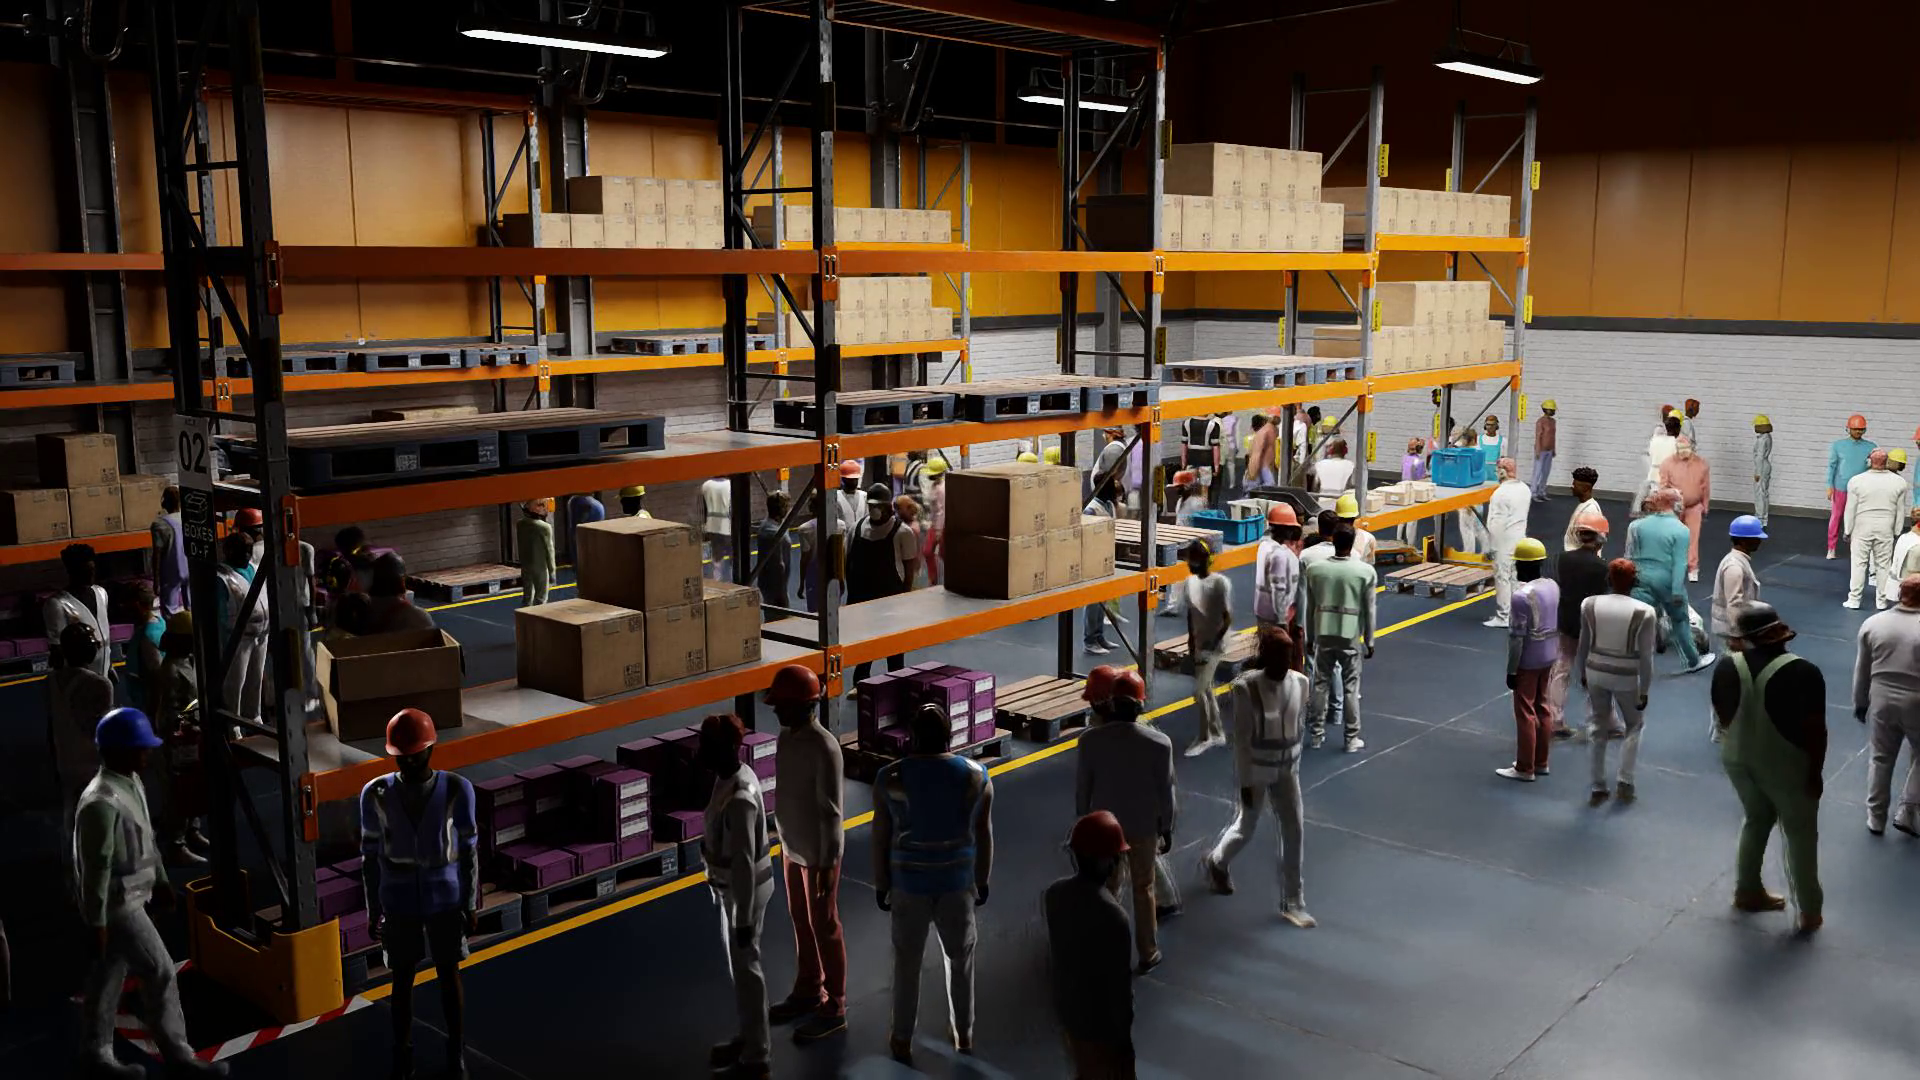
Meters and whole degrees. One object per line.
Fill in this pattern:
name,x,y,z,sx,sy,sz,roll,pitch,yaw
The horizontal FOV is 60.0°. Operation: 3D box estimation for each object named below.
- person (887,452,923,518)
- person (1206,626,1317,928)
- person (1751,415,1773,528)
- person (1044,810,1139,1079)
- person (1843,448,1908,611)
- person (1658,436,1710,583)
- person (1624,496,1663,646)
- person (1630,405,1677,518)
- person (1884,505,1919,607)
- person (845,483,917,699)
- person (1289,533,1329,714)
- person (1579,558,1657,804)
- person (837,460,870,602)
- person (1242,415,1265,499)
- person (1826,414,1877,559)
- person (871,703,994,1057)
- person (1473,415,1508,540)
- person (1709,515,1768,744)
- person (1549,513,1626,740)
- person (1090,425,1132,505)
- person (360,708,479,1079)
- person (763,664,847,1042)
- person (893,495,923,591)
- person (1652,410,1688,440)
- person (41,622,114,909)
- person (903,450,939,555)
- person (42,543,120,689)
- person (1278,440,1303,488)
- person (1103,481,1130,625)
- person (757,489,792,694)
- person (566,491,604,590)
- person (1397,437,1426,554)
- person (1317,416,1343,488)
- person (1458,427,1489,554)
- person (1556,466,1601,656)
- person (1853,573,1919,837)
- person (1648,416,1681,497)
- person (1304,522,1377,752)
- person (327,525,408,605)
person,-0.816,-0.998,24.788,0.644,1.879,0.486,5,11,27
person,1.884,1.418,10.372,0.574,1.859,0.839,-4,10,-20
person,12.256,-1.054,25.492,0.324,1.737,0.484,7,12,36
person,0.550,2.012,7.142,0.494,1.737,0.585,-5,11,-27
person,10.649,-0.124,19.410,0.643,1.913,0.411,2,10,14
person,9.316,-0.433,21.428,0.666,1.864,0.940,2,10,11
person,7.260,0.340,17.494,0.548,1.621,0.365,7,12,36
person,11.026,-1.207,26.110,0.959,1.829,0.579,9,13,43
person,8.803,0.579,15.444,0.394,1.836,0.561,4,10,23
person,-0.767,0.487,15.378,0.684,2.000,0.538,3,10,17
person,3.172,0.729,15.134,0.542,1.642,0.737,0,10,2
person,4.939,1.051,12.529,0.579,1.863,0.556,7,12,37
person,-1.188,0.094,18.028,0.543,1.940,0.361,-6,11,-32
person,4.651,-1.127,26.100,0.545,1.667,0.751,-2,10,-12
person,12.168,-0.721,22.724,0.611,1.995,0.375,2,10,13
person,-0.142,1.738,8.531,0.629,1.835,0.429,-1,10,-8
person,7.718,-0.909,24.293,0.504,1.847,0.345,4,10,22
person,6.555,0.753,14.062,0.389,1.949,0.604,4,10,24
person,5.386,0.740,14.151,0.869,1.949,0.606,-5,11,-27
person,2.003,-0.648,22.155,0.535,2.000,0.687,4,10,23
person,-2.622,1.758,8.099,0.549,1.937,0.358,-2,10,-12
person,-0.822,1.624,8.770,0.408,1.985,0.617,-6,11,-31
person,-0.596,0.321,17.613,0.544,1.607,0.520,-4,10,-21
person,10.398,-0.956,24.369,0.589,1.915,0.396,-2,10,-11
person,-5.460,1.424,10.398,0.510,1.838,0.336,3,10,18
person,-0.545,-0.542,22.790,0.732,1.608,0.515,-4,10,-23
person,-6.634,0.987,12.613,0.363,1.963,0.612,2,10,10
person,4.323,-0.470,21.934,0.341,1.760,0.526,8,13,41
person,1.722,0.136,18.697,0.507,1.634,0.290,-9,13,-42
person,-1.734,0.484,15.705,0.354,1.936,0.635,-2,10,-12
person,-3.780,0.202,17.086,0.395,2.042,0.623,-8,12,-39
person,6.302,-0.615,23.185,0.312,1.633,0.519,-3,10,-17
person,5.603,-1.018,25.268,0.484,1.739,0.320,-6,11,-32
person,6.812,-0.540,21.930,0.561,1.909,0.845,4,10,23
person,6.435,0.216,17.217,0.368,1.966,0.603,2,10,14
person,6.662,1.172,11.722,0.410,1.894,0.692,-7,12,-38
person,9.977,-0.796,23.467,0.640,1.894,0.610,-5,11,-28
person,3.161,0.808,13.873,0.592,1.907,0.412,5,11,26
person,-4.889,0.826,13.723,0.672,1.923,0.615,-4,10,-24
